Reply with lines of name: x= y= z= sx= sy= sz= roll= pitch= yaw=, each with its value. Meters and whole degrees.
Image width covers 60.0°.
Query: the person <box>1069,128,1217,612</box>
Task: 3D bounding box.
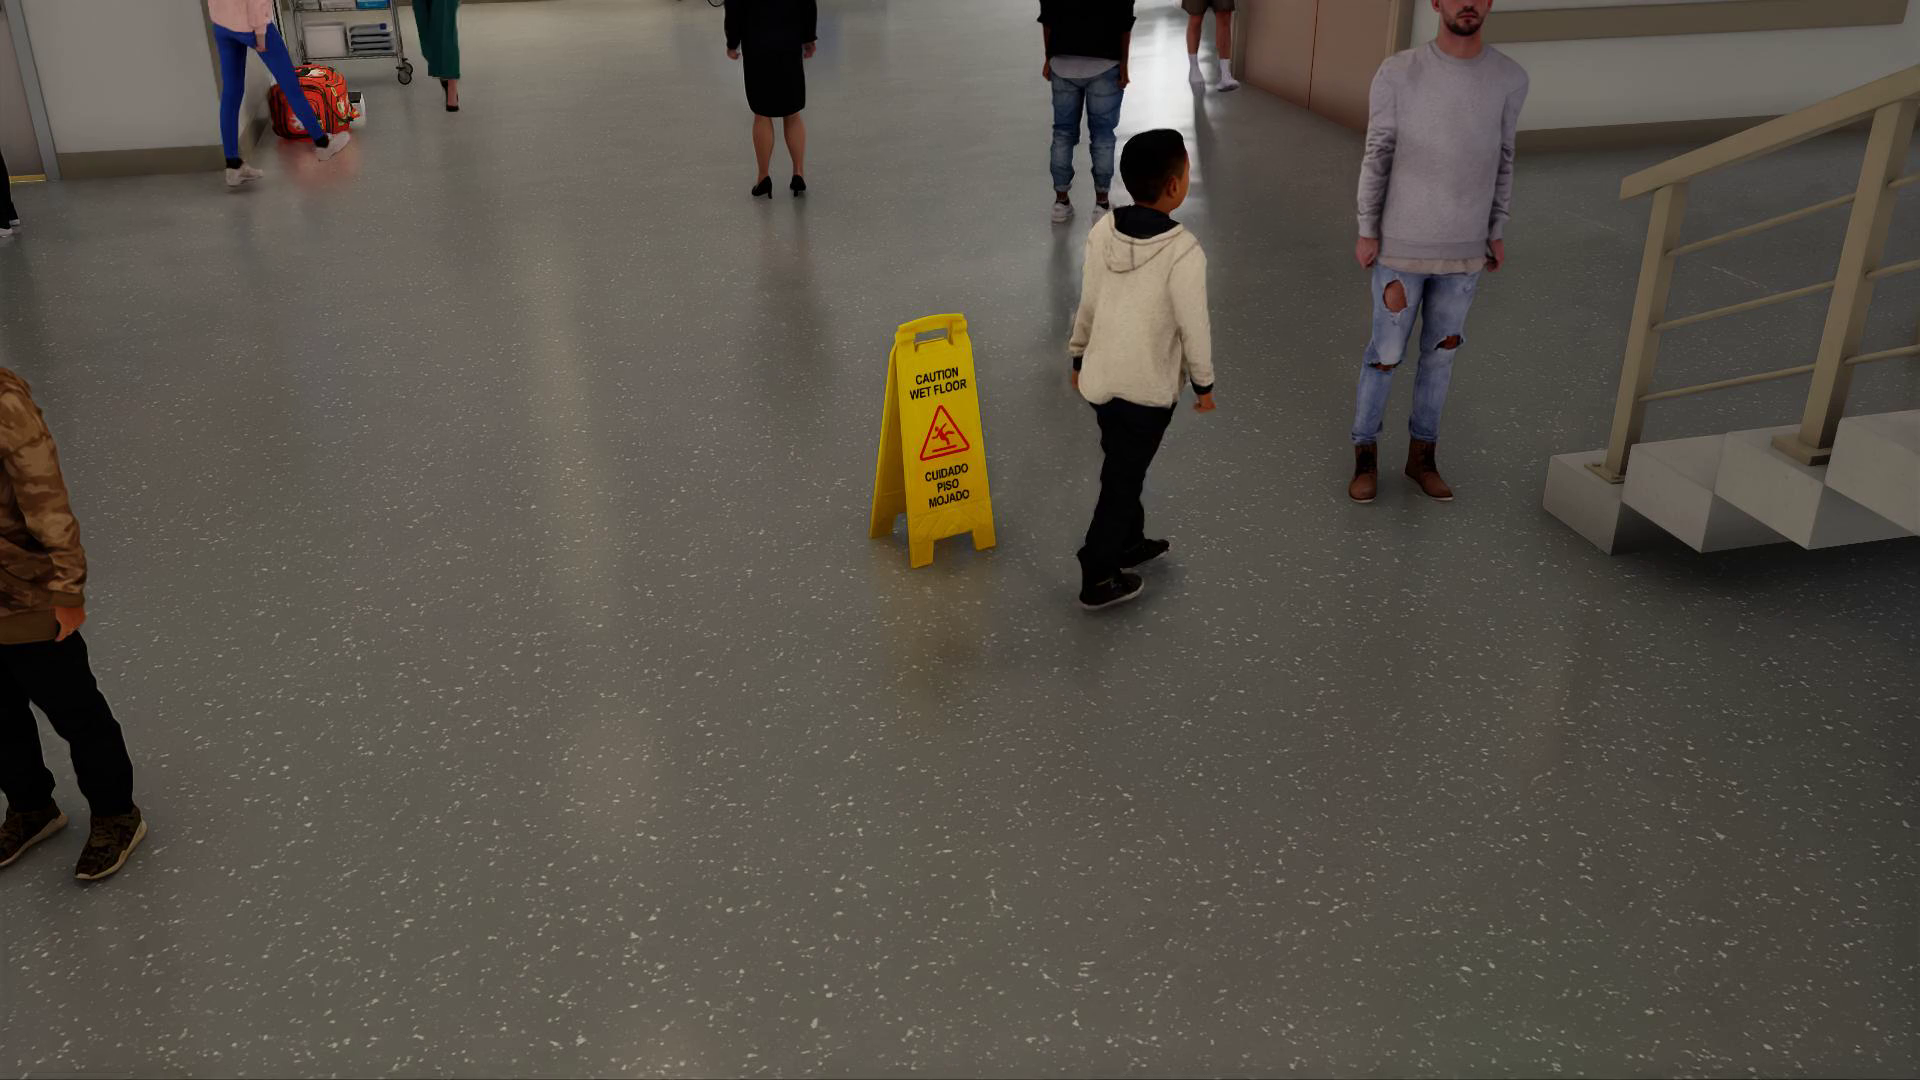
person: x=0.451 y=-0.453 z=4.875 sx=0.820 sy=1.435 sz=0.780 roll=-21 pitch=33 yaw=-36

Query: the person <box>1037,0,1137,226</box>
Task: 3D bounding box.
person: x=0.670 y=-2.608 z=8.913 sx=0.785 sy=1.809 sz=0.828 roll=12 pitch=28 yaw=24

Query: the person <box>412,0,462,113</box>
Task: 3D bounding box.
person: x=-3.733 y=-3.935 z=11.795 sx=0.681 sy=1.697 sz=1.144 roll=-4 pitch=26 yaw=-7

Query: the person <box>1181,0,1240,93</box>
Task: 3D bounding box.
person: x=1.855 y=-4.335 z=12.593 sx=0.675 sy=1.811 sz=1.056 roll=-5 pitch=26 yaw=-10

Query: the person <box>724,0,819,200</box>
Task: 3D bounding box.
person: x=-1.069 y=-2.785 z=9.441 sx=0.674 sy=1.671 sz=0.596 roll=-6 pitch=26 yaw=-13

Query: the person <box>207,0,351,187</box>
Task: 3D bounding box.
person: x=-4.229 y=-2.920 z=9.655 sx=1.087 sy=1.728 sz=1.178 roll=12 pitch=28 yaw=24

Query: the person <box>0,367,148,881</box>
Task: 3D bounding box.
person: x=-2.148 y=0.091 z=3.725 sx=0.664 sy=1.454 sz=0.675 roll=4 pitch=26 yaw=8

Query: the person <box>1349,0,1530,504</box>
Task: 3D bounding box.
person: x=1.584 y=-1.031 z=5.609 sx=0.734 sy=1.840 sz=0.654 roll=-1 pitch=26 yaw=-1
